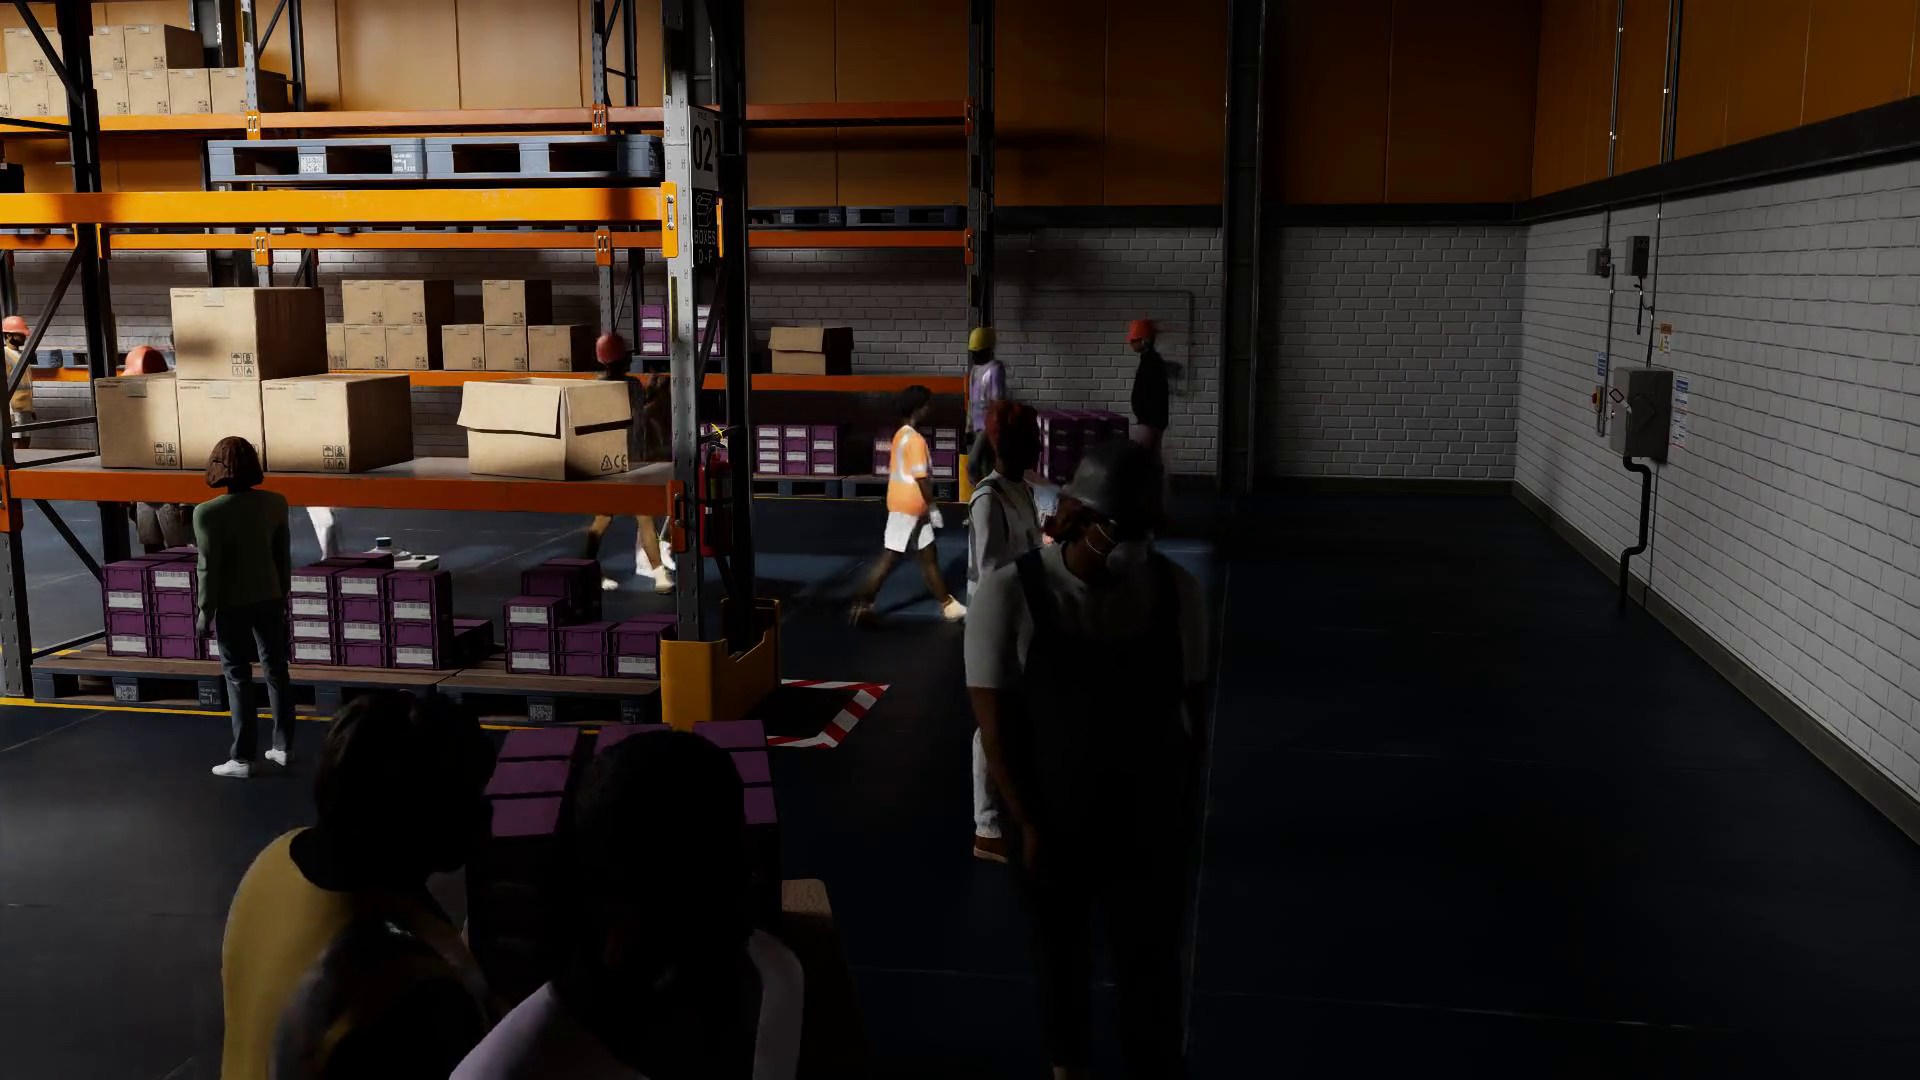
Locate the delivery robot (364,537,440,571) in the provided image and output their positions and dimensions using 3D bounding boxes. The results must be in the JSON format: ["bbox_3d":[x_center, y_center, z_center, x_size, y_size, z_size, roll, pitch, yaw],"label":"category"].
[{"bbox_3d":[-4.006,0.225,11.595,0.707,0.478,0.477,1,9,3],"label":"delivery robot"}]

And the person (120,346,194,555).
[{"bbox_3d":[-5.212,-0.288,10.796,0.553,1.933,0.367,4,10,23],"label":"person"}]

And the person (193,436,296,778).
[{"bbox_3d":[-3.425,0.318,7.970,0.280,1.633,0.500,5,11,30],"label":"person"}]

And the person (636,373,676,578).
[{"bbox_3d":[-2.374,-0.503,13.088,0.408,1.619,0.563,3,10,17],"label":"person"}]

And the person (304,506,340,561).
[{"bbox_3d":[-5.380,-0.610,13.228,0.962,1.789,0.657,2,9,10],"label":"person"}]

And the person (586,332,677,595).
[{"bbox_3d":[-2.538,-0.554,12.357,0.971,1.979,0.645,7,11,35],"label":"person"}]

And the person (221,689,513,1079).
[{"bbox_3d":[-0.859,1.106,2.504,0.439,1.823,0.651,-7,11,-36],"label":"person"}]

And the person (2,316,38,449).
[{"bbox_3d":[-10.094,-1.427,17.843,0.349,1.942,0.545,-1,9,-4],"label":"person"}]

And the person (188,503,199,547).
[{"bbox_3d":[-6.407,-0.826,14.049,0.416,1.955,0.620,-7,11,-35],"label":"person"}]

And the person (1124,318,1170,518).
[{"bbox_3d":[1.727,-1.124,15.882,0.679,1.962,0.666,2,9,12],"label":"person"}]

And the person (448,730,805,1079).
[{"bbox_3d":[-0.452,1.141,2.123,0.764,1.900,0.606,5,10,29],"label":"person"}]

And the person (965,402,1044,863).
[{"bbox_3d":[0.204,0.374,6.851,0.351,1.882,0.582,2,9,12],"label":"person"}]

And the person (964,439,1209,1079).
[{"bbox_3d":[0.364,0.691,4.396,0.687,2.000,1.013,-1,9,-5],"label":"person"}]

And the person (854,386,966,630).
[{"bbox_3d":[-0.320,-0.214,11.212,0.889,1.650,0.535,-1,9,-7],"label":"person"}]

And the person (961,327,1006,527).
[{"bbox_3d":[0.180,-1.058,15.695,0.635,1.890,0.648,-3,10,-20],"label":"person"}]
